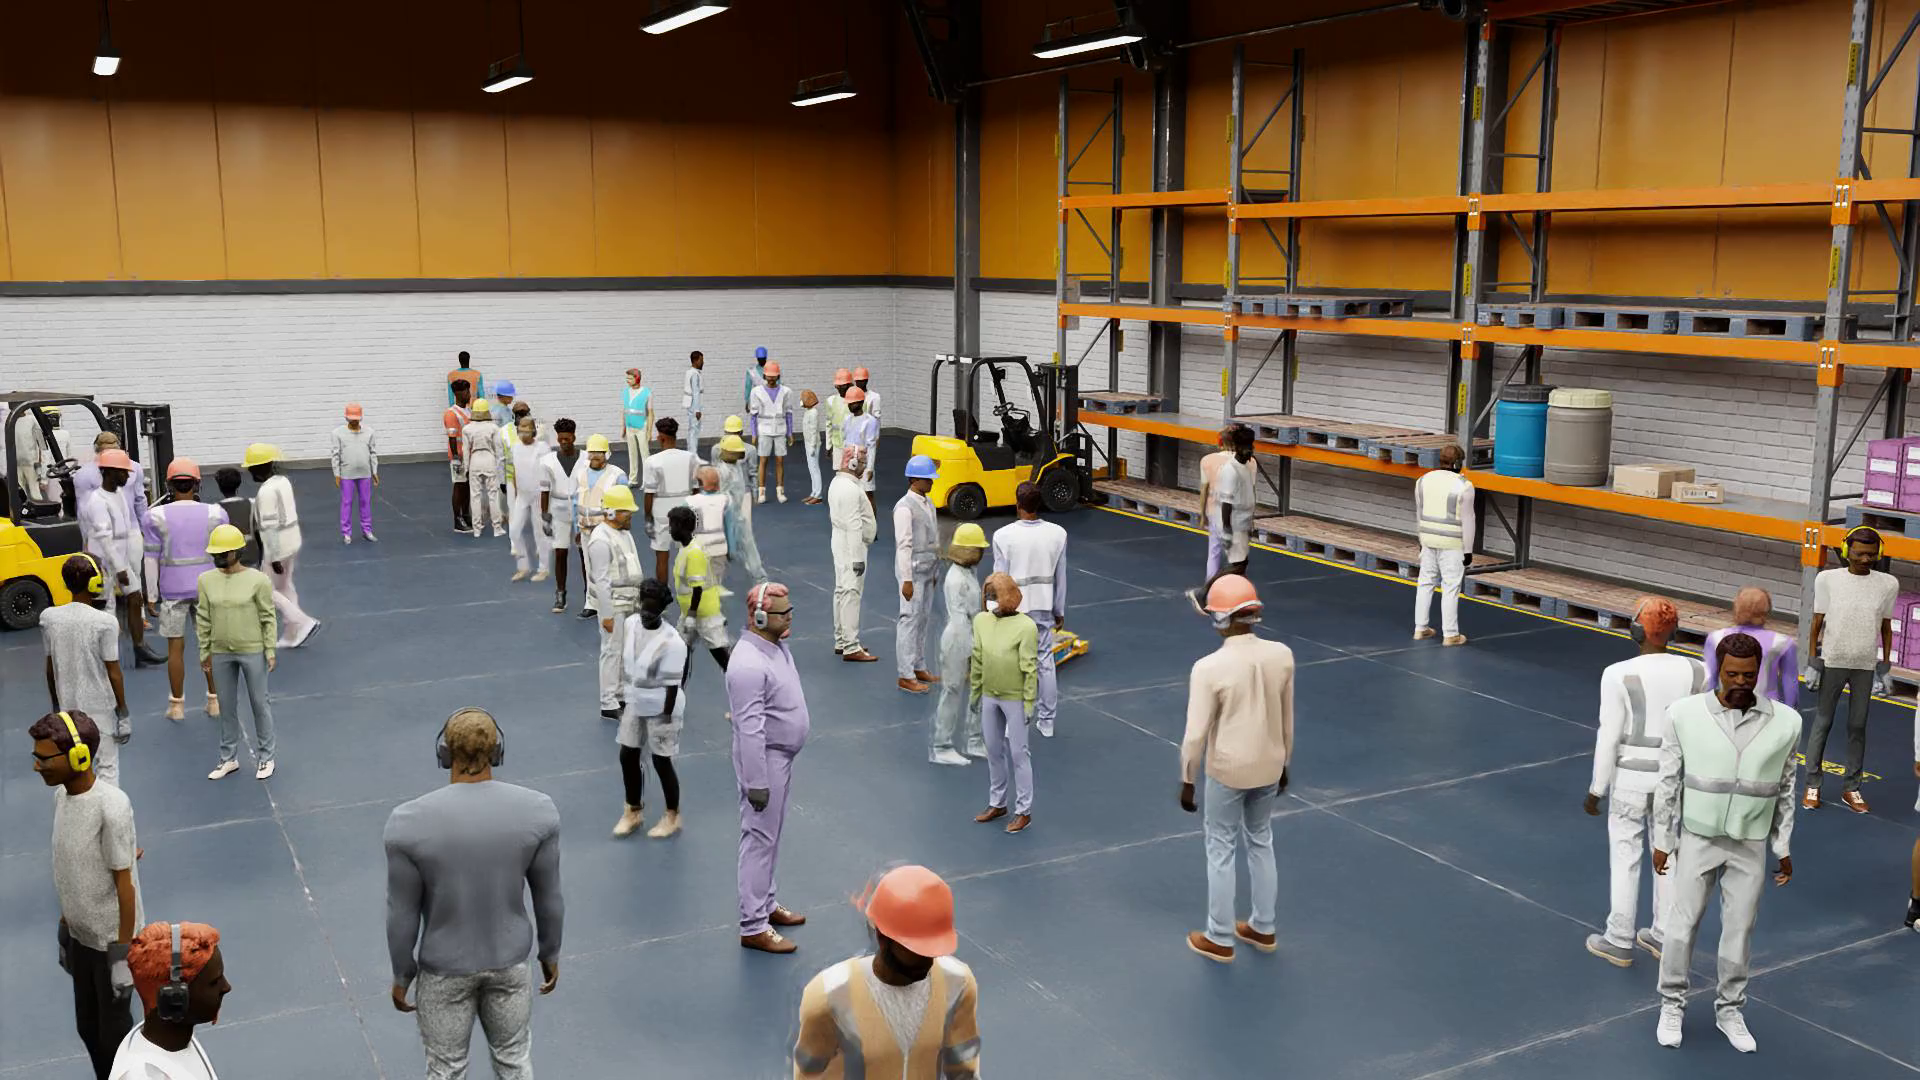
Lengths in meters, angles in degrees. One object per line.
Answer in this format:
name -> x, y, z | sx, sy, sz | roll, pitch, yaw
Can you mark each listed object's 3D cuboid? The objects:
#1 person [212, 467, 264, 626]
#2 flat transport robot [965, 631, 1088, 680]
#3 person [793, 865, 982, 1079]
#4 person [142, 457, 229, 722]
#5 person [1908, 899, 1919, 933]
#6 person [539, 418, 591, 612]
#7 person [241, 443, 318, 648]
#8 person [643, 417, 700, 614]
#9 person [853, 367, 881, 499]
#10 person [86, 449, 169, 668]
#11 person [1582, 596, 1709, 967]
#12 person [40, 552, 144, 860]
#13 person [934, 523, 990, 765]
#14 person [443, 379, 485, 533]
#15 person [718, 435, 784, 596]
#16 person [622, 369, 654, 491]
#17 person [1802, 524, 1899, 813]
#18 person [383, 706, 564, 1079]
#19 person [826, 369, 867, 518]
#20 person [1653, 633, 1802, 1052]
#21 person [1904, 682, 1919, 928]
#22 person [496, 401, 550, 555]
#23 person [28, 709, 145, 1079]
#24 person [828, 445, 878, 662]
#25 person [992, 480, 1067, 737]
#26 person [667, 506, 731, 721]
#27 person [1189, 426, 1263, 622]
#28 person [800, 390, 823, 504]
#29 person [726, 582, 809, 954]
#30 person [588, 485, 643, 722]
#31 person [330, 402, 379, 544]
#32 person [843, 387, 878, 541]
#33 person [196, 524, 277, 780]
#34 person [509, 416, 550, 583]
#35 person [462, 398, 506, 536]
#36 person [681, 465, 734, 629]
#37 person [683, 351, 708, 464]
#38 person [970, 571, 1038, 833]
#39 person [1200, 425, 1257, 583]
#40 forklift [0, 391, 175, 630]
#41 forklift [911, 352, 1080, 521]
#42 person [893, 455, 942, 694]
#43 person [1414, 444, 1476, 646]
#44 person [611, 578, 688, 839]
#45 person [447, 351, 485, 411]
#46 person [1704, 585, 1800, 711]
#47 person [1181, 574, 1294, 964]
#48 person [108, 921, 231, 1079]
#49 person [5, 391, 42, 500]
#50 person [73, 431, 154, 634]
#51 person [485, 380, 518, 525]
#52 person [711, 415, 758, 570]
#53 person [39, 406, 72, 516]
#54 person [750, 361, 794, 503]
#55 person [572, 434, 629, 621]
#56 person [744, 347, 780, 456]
person -> -6.452, 0.177, 14.866 | 0.542, 1.676, 0.580 | -9, 13, -42
flat transport robot -> 0.544, 0.974, 14.344 | 0.652, 0.197, 1.431 | 5, 11, 25
person -> -0.247, 1.807, 5.047 | 0.552, 1.855, 1.070 | -6, 11, -30
person -> -5.899, 0.376, 12.741 | 0.613, 2.031, 0.403 | -6, 12, -32
person -> 5.261, 1.072, 8.684 | 0.370, 2.044, 0.608 | 5, 11, 26
person -> -3.866, -0.247, 16.546 | 0.610, 1.957, 0.394 | -1, 10, -6
person -> -6.100, 0.067, 14.875 | 0.470, 1.900, 0.597 | 0, 10, -2
person -> -2.856, -0.246, 16.523 | 0.612, 1.959, 0.374 | -6, 11, -30
person -> -1.409, -1.518, 23.896 | 0.543, 1.939, 0.360 | 1, 10, 8
person -> -7.231, 0.181, 14.206 | 0.791, 1.895, 0.608 | 0, 10, 2
person -> 3.429, 1.211, 8.355 | 0.615, 1.882, 0.355 | -2, 10, -12
person -> -5.052, 0.996, 9.655 | 0.505, 1.864, 0.331 | 2, 10, 10
person -> 0.083, 0.737, 11.543 | 0.617, 1.723, 0.490 | 3, 10, 15
person -> -6.359, -1.083, 21.312 | 0.367, 1.967, 0.607 | 1, 10, 6
person -> -2.248, -0.238, 17.198 | 0.851, 1.697, 0.498 | 2, 10, 12
person -> -4.832, -1.658, 24.988 | 0.563, 1.838, 0.390 | 6, 11, 29
person -> 5.694, 0.821, 10.649 | 0.508, 1.865, 0.328 | 3, 10, 14
person -> -1.785, 1.568, 6.170 | 0.639, 1.928, 0.373 | -5, 11, -26
person -> -1.531, -1.273, 22.218 | 0.608, 2.035, 0.413 | 4, 11, 23
person -> 3.427, 1.343, 7.485 | 0.596, 1.916, 0.373 | 2, 10, 10
person -> 5.247, 1.143, 8.635 | 0.391, 1.923, 0.552 | -6, 12, -32
person -> -5.146, -0.725, 19.652 | 0.619, 1.836, 0.431 | -3, 10, -14
person -> -3.343, 1.559, 6.441 | 0.525, 1.854, 0.333 | 7, 12, 37
person -> -0.934, 0.111, 14.630 | 0.407, 1.903, 0.639 | -3, 10, -15
person -> 0.507, 0.519, 12.225 | 0.600, 1.917, 0.377 | -4, 11, -22
person -> -2.006, 0.564, 12.776 | 0.727, 1.652, 0.567 | -4, 11, -23
person -> 2.595, -0.147, 16.002 | 0.594, 1.938, 0.641 | 4, 10, 20
person -> -2.124, -1.325, 23.691 | 0.288, 1.628, 0.502 | -3, 10, -15
person -> -0.978, 1.155, 8.603 | 0.403, 1.906, 0.651 | 1, 10, 3
person -> -2.625, 0.481, 12.740 | 0.403, 1.821, 0.600 | 1, 10, 7
person -> -7.433, -0.827, 20.478 | 0.563, 1.742, 0.339 | -8, 13, -38
person -> -1.259, -0.930, 20.545 | 0.542, 1.931, 0.383 | 9, 13, 41
person -> -4.902, 0.762, 11.272 | 0.533, 1.765, 0.323 | 0, 10, 1
person -> -4.651, -0.426, 17.958 | 0.512, 1.816, 0.540 | 3, 10, 19
person -> -6.003, -0.911, 20.962 | 0.484, 1.745, 0.307 | 0, 10, -2
person -> -2.298, 0.123, 15.369 | 0.519, 1.624, 0.649 | -8, 12, -37
person -> -4.488, -2.234, 28.078 | 0.375, 1.916, 0.592 | -3, 10, -16
person -> 0.270, 0.993, 10.347 | 0.504, 1.625, 0.292 | 8, 13, 39
person -> 2.706, -0.241, 16.842 | 0.562, 1.837, 0.388 | 2, 10, 13
forklift -> -9.026, -0.363, 16.508 | 1.214, 2.155, 2.313 | 6, 11, 29
forklift -> 0.460, -1.461, 22.833 | 2.313, 2.155, 1.214 | -5, 11, -28
person -> -0.339, 0.269, 13.582 | 0.394, 1.945, 0.618 | 3, 10, 18
person -> 4.452, 0.040, 15.247 | 0.431, 1.835, 0.621 | -7, 12, -36
person -> -1.872, 1.025, 10.055 | 0.585, 1.659, 0.479 | 7, 12, 35
person -> -8.276, -2.208, 27.921 | 0.593, 1.922, 0.392 | -1, 10, -8
person -> 4.741, 1.069, 10.012 | 0.515, 1.591, 0.876 | 8, 13, 39
person -> 1.386, 1.154, 8.400 | 0.632, 1.978, 0.435 | -5, 11, -27
person -> -2.037, 1.905, 4.362 | 0.359, 1.880, 0.576 | -3, 10, -19
person -> -11.617, -0.917, 20.636 | 0.510, 1.872, 0.329 | 1, 10, 8
person -> -7.925, -0.070, 15.606 | 0.381, 1.929, 0.636 | 8, 13, 38
person -> -5.907, -1.120, 21.632 | 0.448, 1.922, 0.707 | 1, 10, 4
person -> -2.539, -0.526, 18.709 | 0.536, 1.762, 0.329 | 0, 10, 0
person -> -10.873, -0.751, 19.984 | 0.318, 1.766, 0.530 | 1, 10, 4
person -> -2.669, -1.534, 23.694 | 0.615, 2.038, 0.395 | -3, 10, -17
person -> -3.494, -0.115, 16.105 | 0.600, 1.836, 0.404 | 4, 11, 20
person -> -3.466, -2.411, 29.082 | 0.646, 1.919, 0.741 | 0, 10, 2
